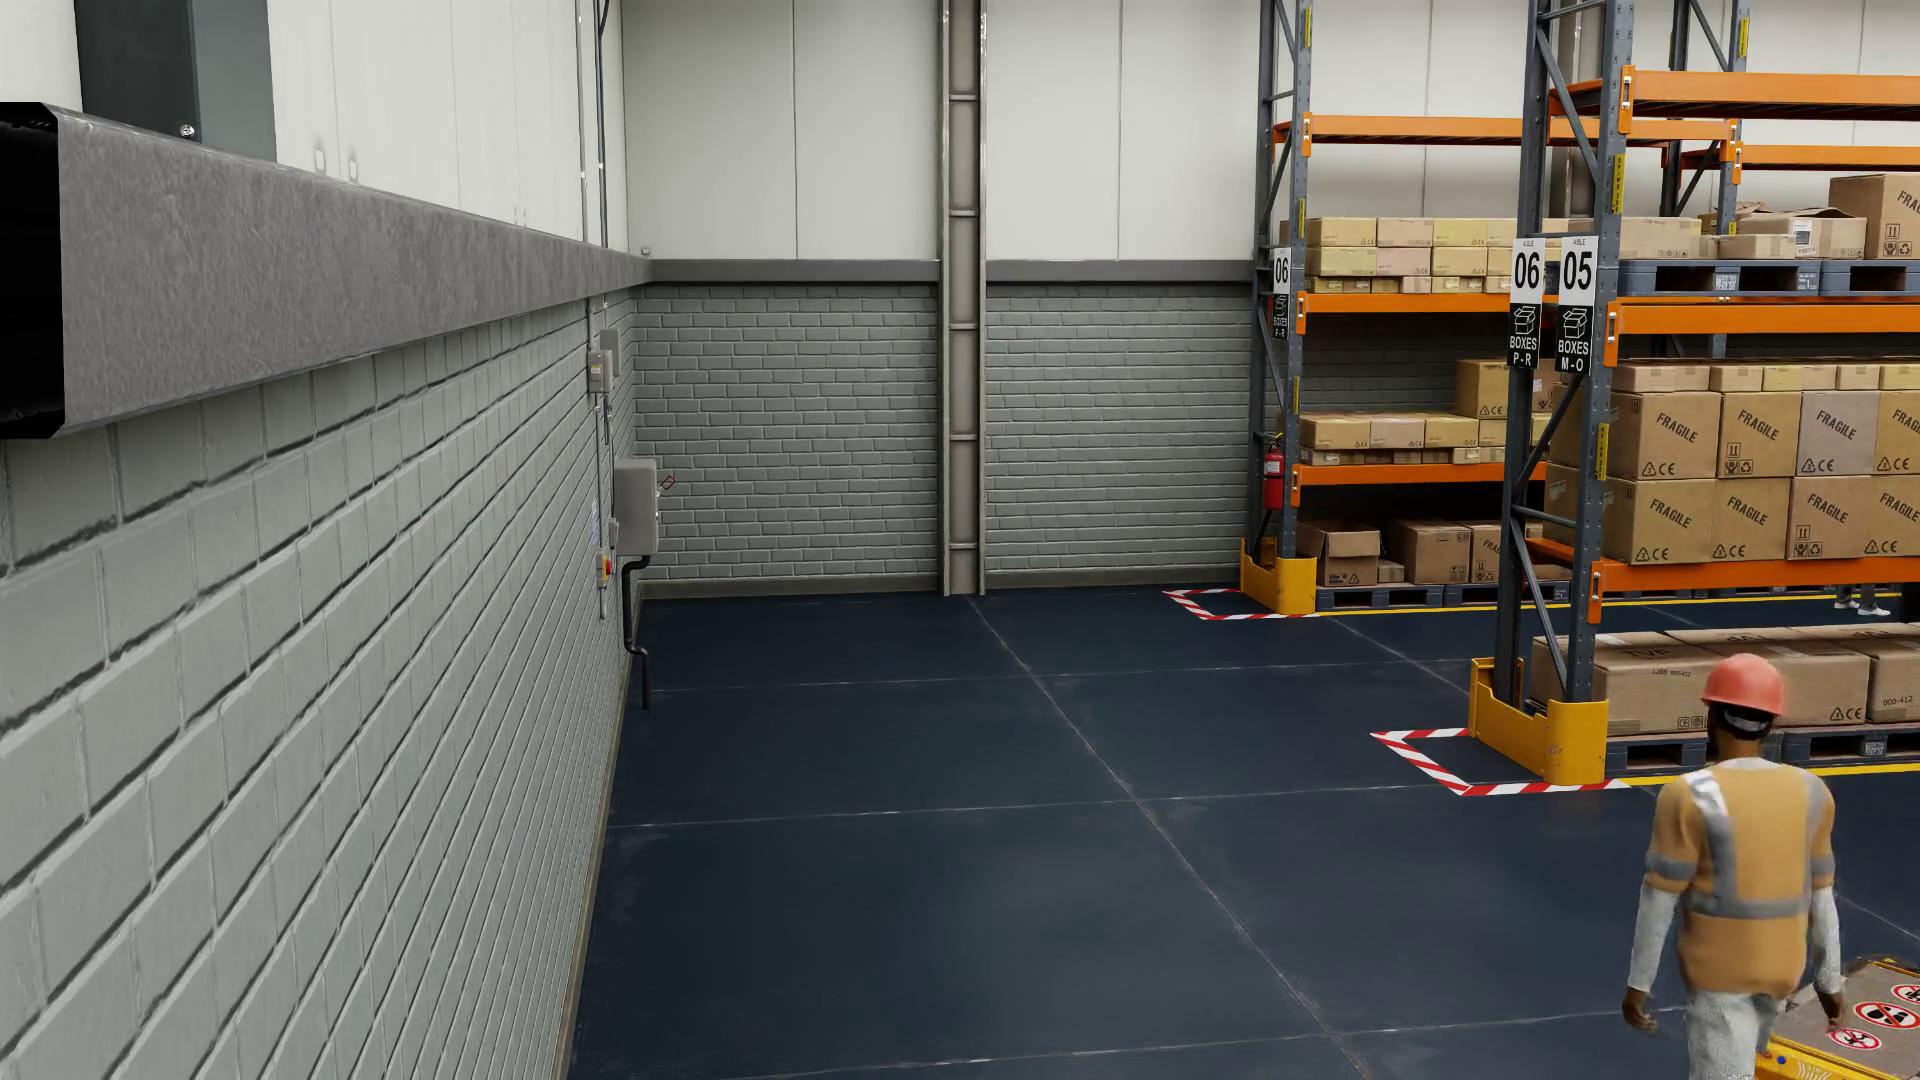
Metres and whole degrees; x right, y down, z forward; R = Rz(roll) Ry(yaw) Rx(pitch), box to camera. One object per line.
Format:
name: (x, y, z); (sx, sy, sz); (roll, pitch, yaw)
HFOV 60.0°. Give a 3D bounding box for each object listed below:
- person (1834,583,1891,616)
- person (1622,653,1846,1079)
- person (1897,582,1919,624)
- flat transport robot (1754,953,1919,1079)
person: (8.046, -0.287, 14.661); (0.405, 1.918, 0.582); (-2, 9, -11)
person: (2.340, 1.286, 5.112); (0.635, 1.865, 0.991); (-2, 9, -11)
person: (7.022, 0.131, 12.094); (0.442, 1.906, 0.622); (-2, 9, -9)
flat transport robot: (3.446, 1.897, 6.237); (1.431, 0.197, 0.652); (-7, 12, -38)
